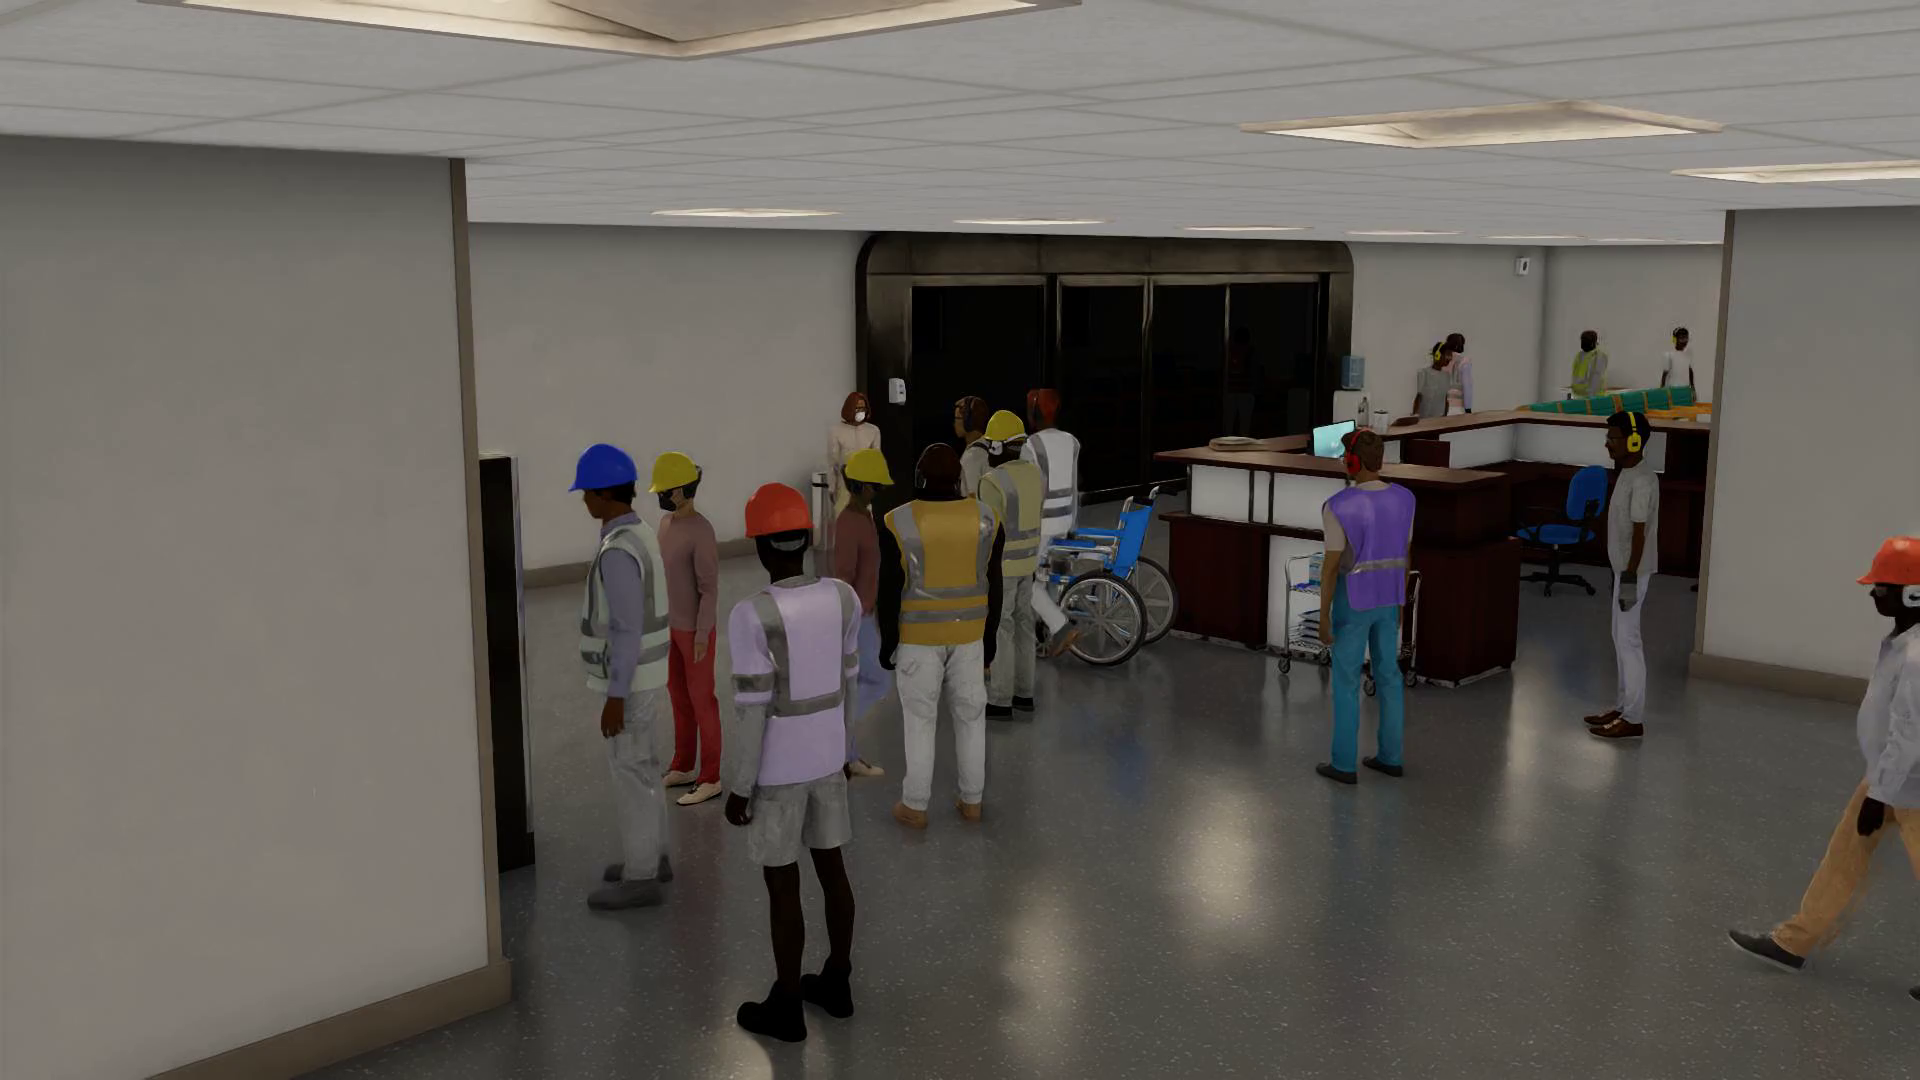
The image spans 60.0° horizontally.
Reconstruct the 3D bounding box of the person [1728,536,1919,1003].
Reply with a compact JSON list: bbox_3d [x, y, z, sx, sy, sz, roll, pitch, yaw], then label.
[{"bbox_3d":[3.352,0.833,6.010,0.887,1.698,0.588,4,10,21],"label":"person"}]

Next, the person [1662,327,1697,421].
[{"bbox_3d":[10.181,-2.120,23.734,0.533,1.838,0.761,-5,10,-28],"label":"person"}]

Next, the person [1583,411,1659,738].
[{"bbox_3d":[3.787,0.198,9.464,0.326,1.858,0.508,2,10,14],"label":"person"}]

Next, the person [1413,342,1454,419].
[{"bbox_3d":[5.269,-1.318,18.786,0.563,1.846,0.507,-5,10,-28],"label":"person"}]

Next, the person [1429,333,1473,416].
[{"bbox_3d":[6.318,-1.733,21.349,0.429,1.840,0.637,-6,11,-35],"label":"person"}]

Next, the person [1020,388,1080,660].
[{"bbox_3d":[0.595,-0.092,11.204,0.593,1.868,0.586,-9,13,-43],"label":"person"}]

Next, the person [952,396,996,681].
[{"bbox_3d":[0.102,-0.010,10.758,0.342,1.845,0.506,2,10,14],"label":"person"}]

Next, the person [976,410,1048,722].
[{"bbox_3d":[0.265,0.150,9.826,0.404,1.831,0.600,6,11,34],"label":"person"}]

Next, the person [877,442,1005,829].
[{"bbox_3d":[-0.101,0.455,7.930,0.625,1.844,0.429,-3,10,-19],"label":"person"}]

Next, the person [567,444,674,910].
[{"bbox_3d":[-1.407,0.569,6.947,0.406,1.945,0.630,-1,9,-4],"label":"person"}]

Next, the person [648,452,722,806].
[{"bbox_3d":[-1.389,0.435,8.303,0.320,1.763,0.522,-7,12,-37],"label":"person"}]

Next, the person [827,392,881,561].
[{"bbox_3d":[-0.890,-0.447,14.131,0.508,1.627,0.291,-5,10,-27],"label":"person"}]

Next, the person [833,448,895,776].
[{"bbox_3d":[-0.503,0.394,8.607,0.382,1.746,0.519,0,9,1],"label":"person"}]

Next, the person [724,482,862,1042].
[{"bbox_3d":[-0.592,0.763,5.763,0.375,1.931,0.542,9,13,43],"label":"person"}]

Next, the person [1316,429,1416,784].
[{"bbox_3d":[2.102,0.351,8.595,0.566,1.836,0.381,-4,10,-23],"label":"person"}]
